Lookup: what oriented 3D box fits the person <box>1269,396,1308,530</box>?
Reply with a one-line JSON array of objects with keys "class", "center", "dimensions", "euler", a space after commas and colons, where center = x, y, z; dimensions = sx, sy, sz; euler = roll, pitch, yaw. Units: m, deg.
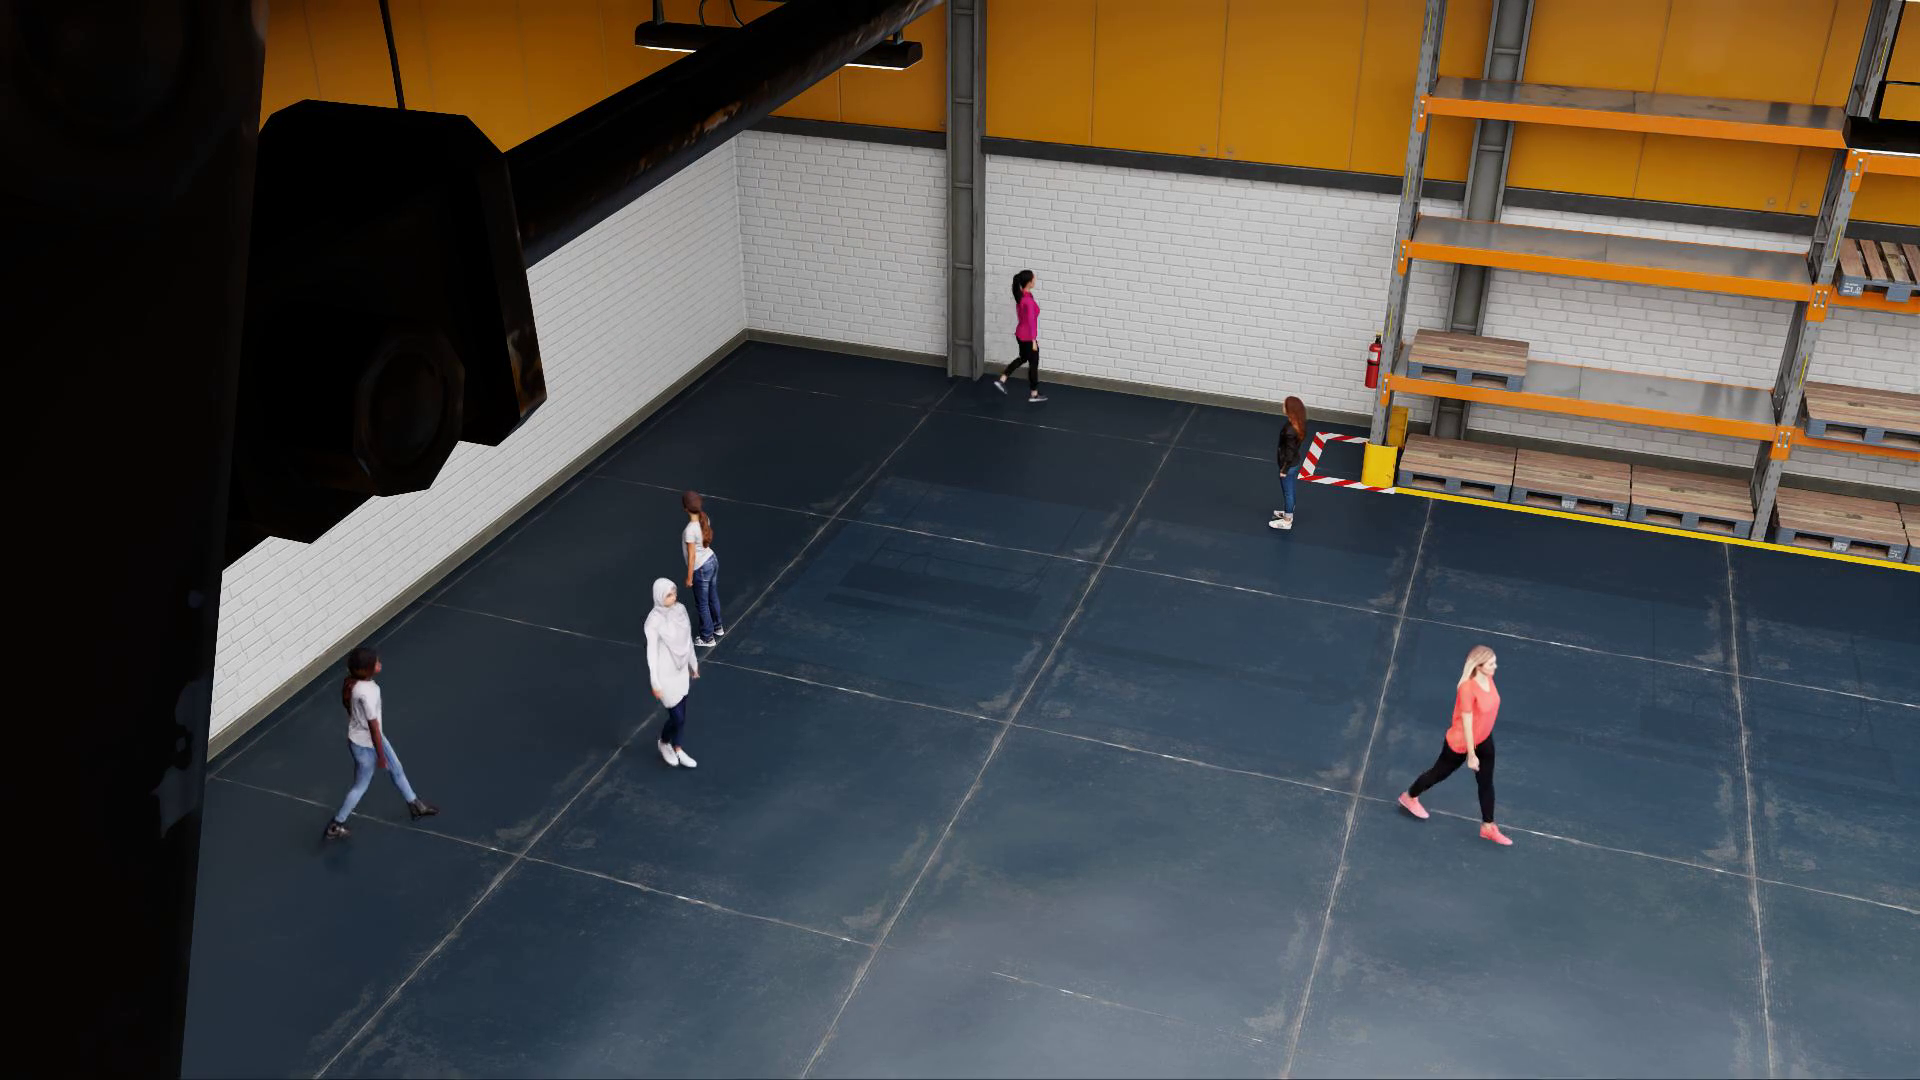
[{"class": "person", "center": [3.453, -0.822, 17.386], "dimensions": [0.493, 1.483, 0.562], "euler": [11, 30, 19]}]

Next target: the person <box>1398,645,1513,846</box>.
[{"class": "person", "center": [3.826, 1.550, 12.860], "dimensions": [0.932, 1.653, 1.216], "euler": [-26, 38, -38]}]

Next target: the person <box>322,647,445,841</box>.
[{"class": "person", "center": [-4.628, 1.592, 12.764], "dimensions": [1.209, 1.671, 1.114], "euler": [-14, 32, -24]}]

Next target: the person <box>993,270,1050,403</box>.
[{"class": "person", "center": [0.742, -2.453, 20.166], "dimensions": [1.005, 1.685, 0.904], "euler": [-9, 30, -16]}]

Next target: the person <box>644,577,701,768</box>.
[{"class": "person", "center": [-2.424, 1.075, 13.608], "dimensions": [0.670, 1.771, 0.680], "euler": [17, 33, 29]}]

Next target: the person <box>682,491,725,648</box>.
[{"class": "person", "center": [-2.387, 0.243, 15.350], "dimensions": [0.516, 1.563, 0.537], "euler": [11, 30, 19]}]
